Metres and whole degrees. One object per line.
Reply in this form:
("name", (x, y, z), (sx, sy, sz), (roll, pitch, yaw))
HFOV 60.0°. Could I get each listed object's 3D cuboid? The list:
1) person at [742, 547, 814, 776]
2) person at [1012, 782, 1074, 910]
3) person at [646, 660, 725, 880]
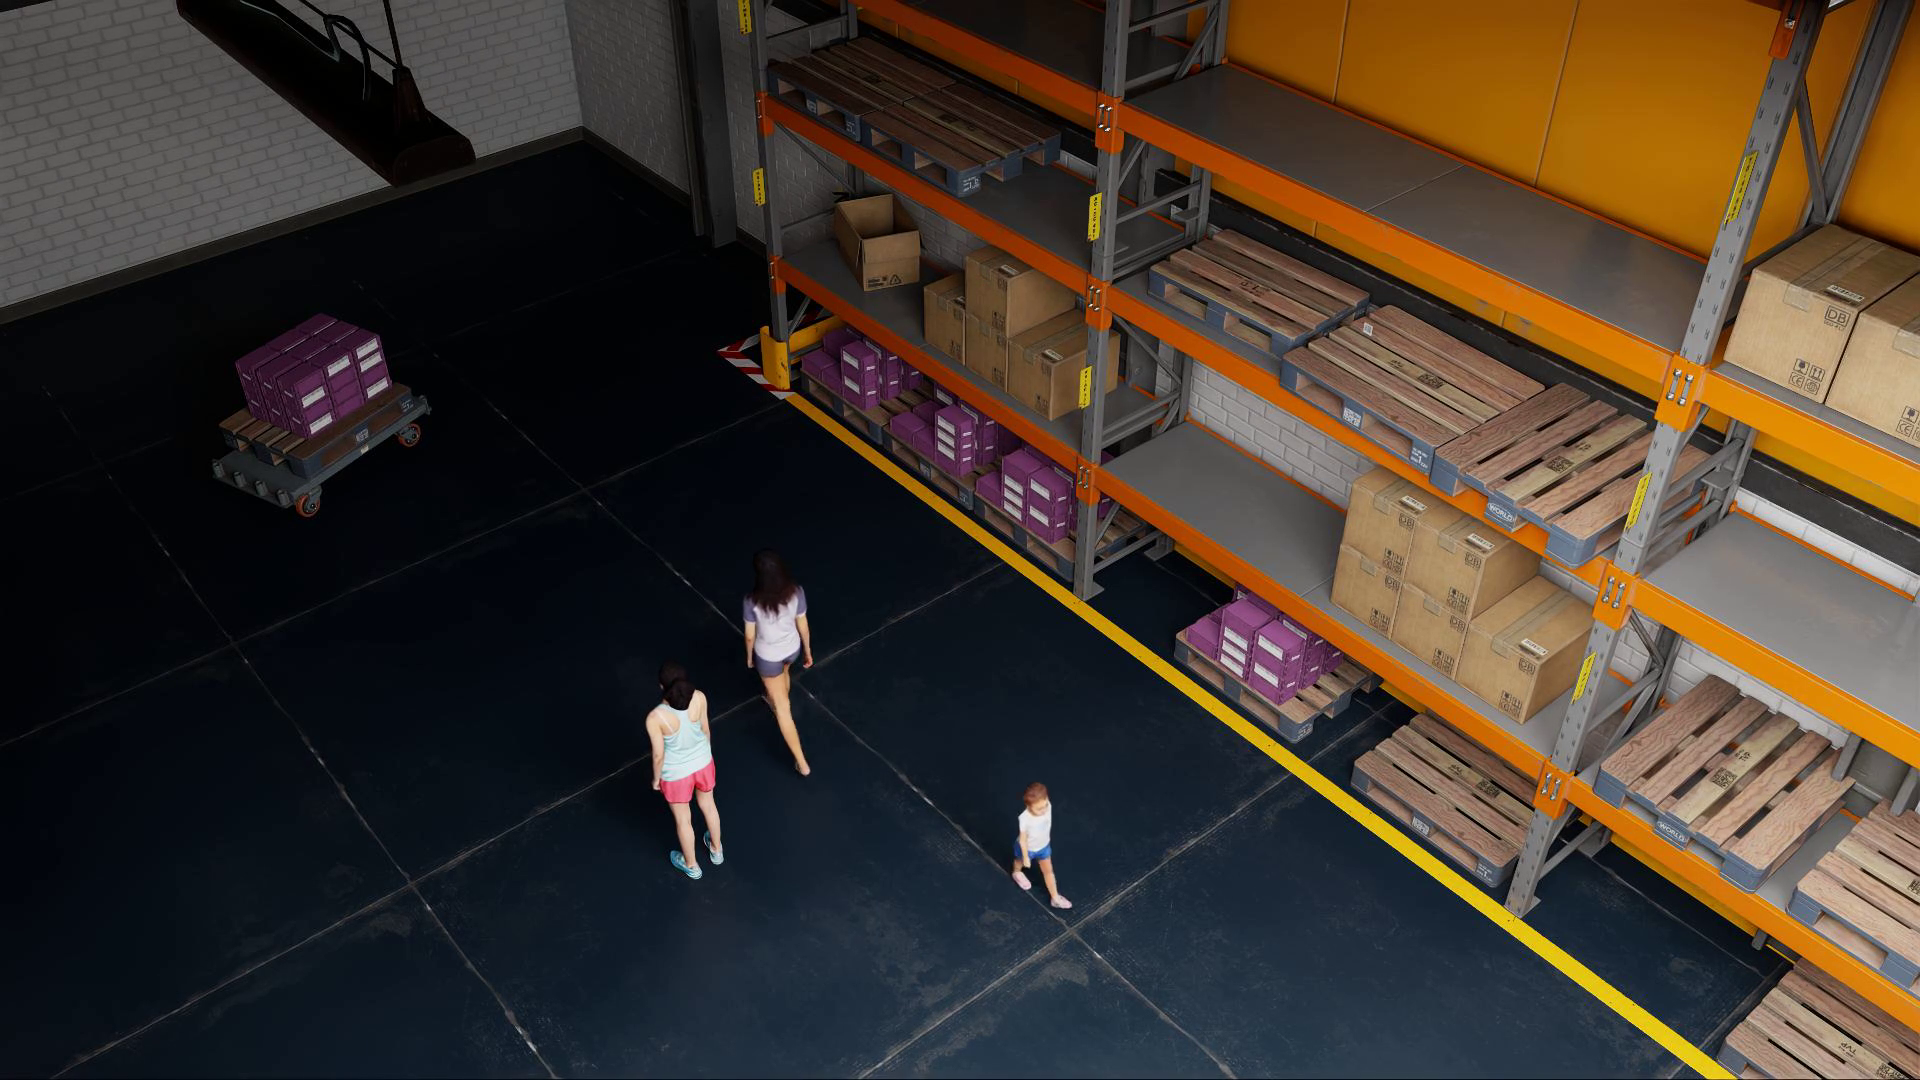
("person", (-1.189, 0.828, 11.083), (0.749, 1.689, 1.191), (-17, 42, -21))
("person", (0.425, 1.847, 10.365), (0.446, 0.992, 0.713), (-26, 45, -29))
("person", (-1.700, 1.406, 10.299), (0.580, 1.765, 0.580), (-26, 45, -29))
